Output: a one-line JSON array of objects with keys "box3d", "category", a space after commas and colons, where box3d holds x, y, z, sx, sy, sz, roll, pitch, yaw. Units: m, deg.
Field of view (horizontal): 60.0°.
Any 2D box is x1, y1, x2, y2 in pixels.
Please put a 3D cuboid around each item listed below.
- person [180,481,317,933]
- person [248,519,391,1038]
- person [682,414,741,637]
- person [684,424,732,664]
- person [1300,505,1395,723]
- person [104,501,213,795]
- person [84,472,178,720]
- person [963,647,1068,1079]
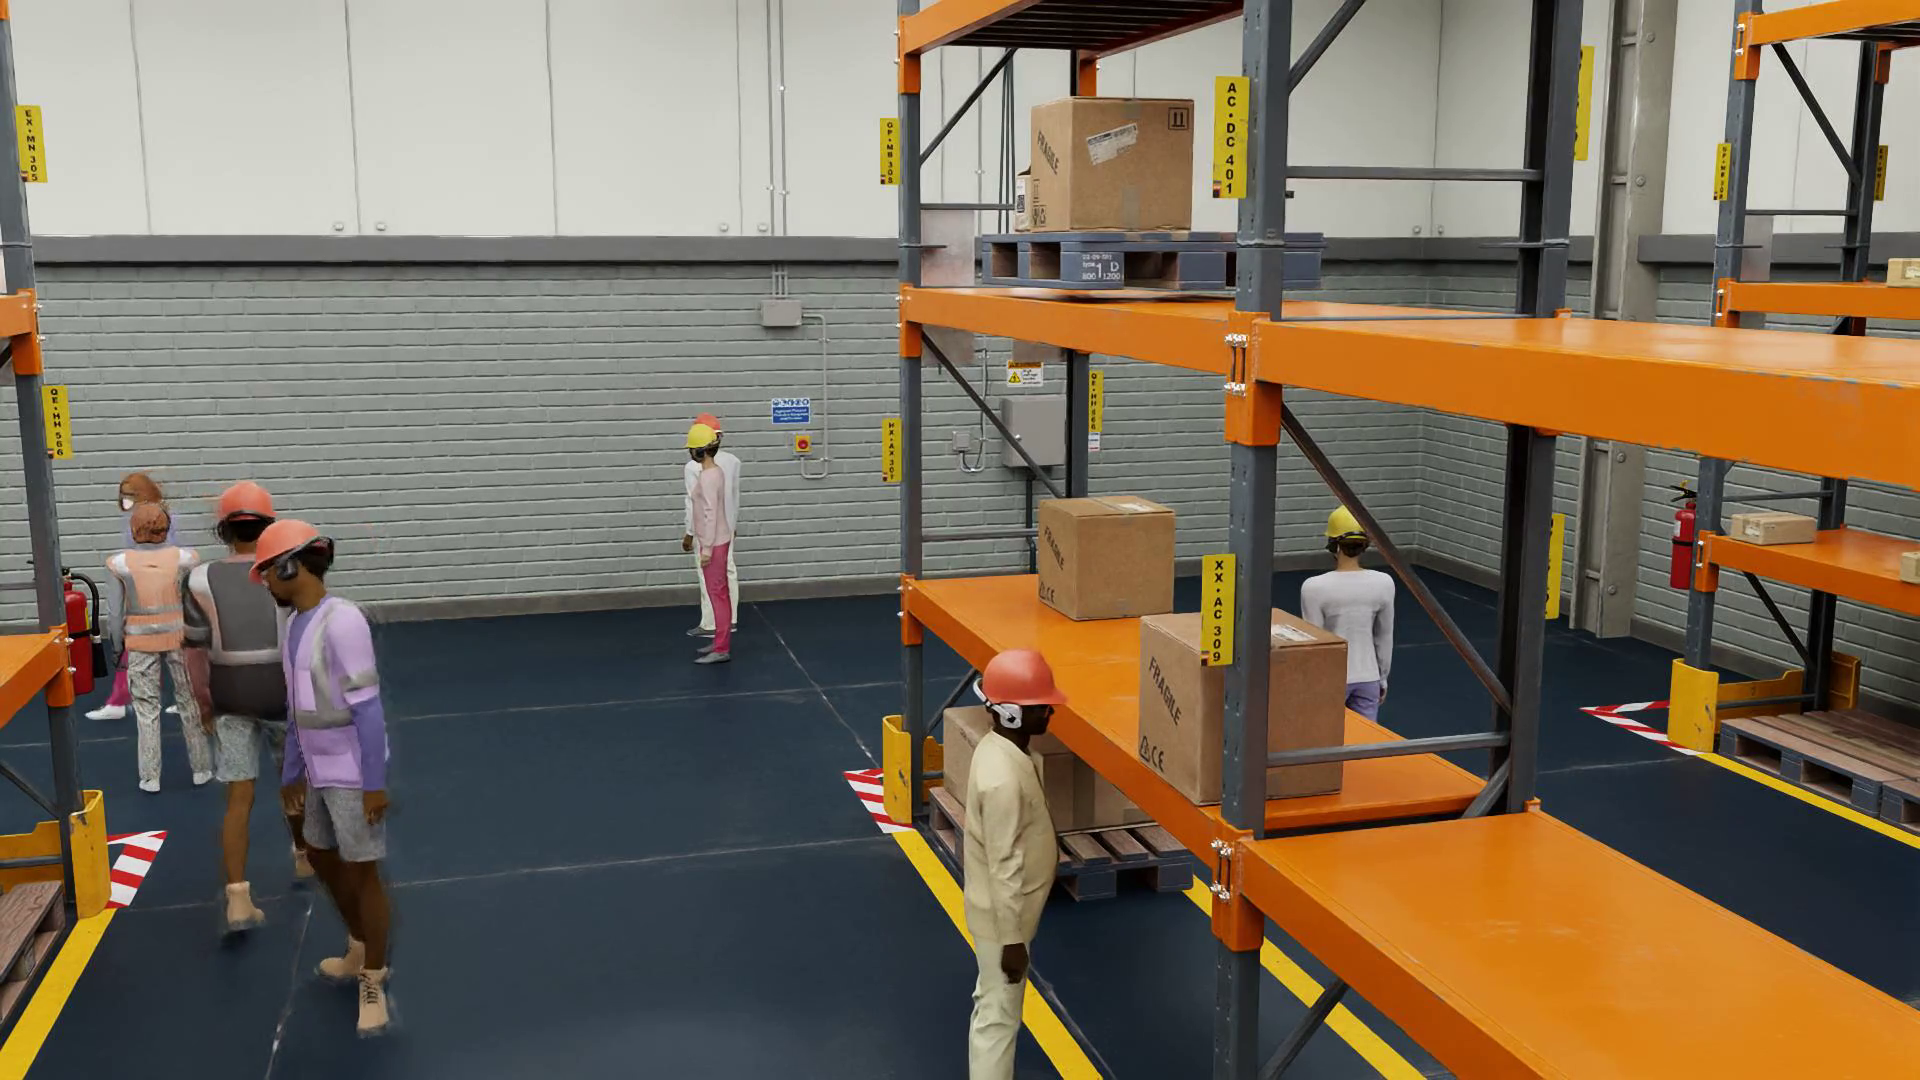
[{"box3d": [-3.203, 0.735, 7.569, 0.607, 1.995, 1.034, -2, 10, -13], "category": "person"}, {"box3d": [-2.441, 0.921, 6.509, 0.391, 1.988, 0.711, -10, 14, -44], "category": "person"}, {"box3d": [-1.961, -0.115, 13.043, 0.327, 1.752, 0.563, 7, 12, 36], "category": "person"}, {"box3d": [-1.841, 0.030, 12.194, 0.329, 1.765, 0.525, 0, 10, -2], "category": "person"}, {"box3d": [1.911, 0.705, 8.338, 0.534, 1.767, 0.317, -3, 10, -18], "category": "person"}, {"box3d": [-4.462, 0.601, 9.288, 0.521, 1.639, 0.311, -6, 11, -29], "category": "person"}, {"box3d": [-5.274, 0.374, 10.668, 0.515, 1.597, 0.783, 6, 11, 29], "category": "person"}, {"box3d": [0.180, 1.208, 5.501, 0.338, 1.752, 0.564, 0, 10, 2], "category": "person"}]
